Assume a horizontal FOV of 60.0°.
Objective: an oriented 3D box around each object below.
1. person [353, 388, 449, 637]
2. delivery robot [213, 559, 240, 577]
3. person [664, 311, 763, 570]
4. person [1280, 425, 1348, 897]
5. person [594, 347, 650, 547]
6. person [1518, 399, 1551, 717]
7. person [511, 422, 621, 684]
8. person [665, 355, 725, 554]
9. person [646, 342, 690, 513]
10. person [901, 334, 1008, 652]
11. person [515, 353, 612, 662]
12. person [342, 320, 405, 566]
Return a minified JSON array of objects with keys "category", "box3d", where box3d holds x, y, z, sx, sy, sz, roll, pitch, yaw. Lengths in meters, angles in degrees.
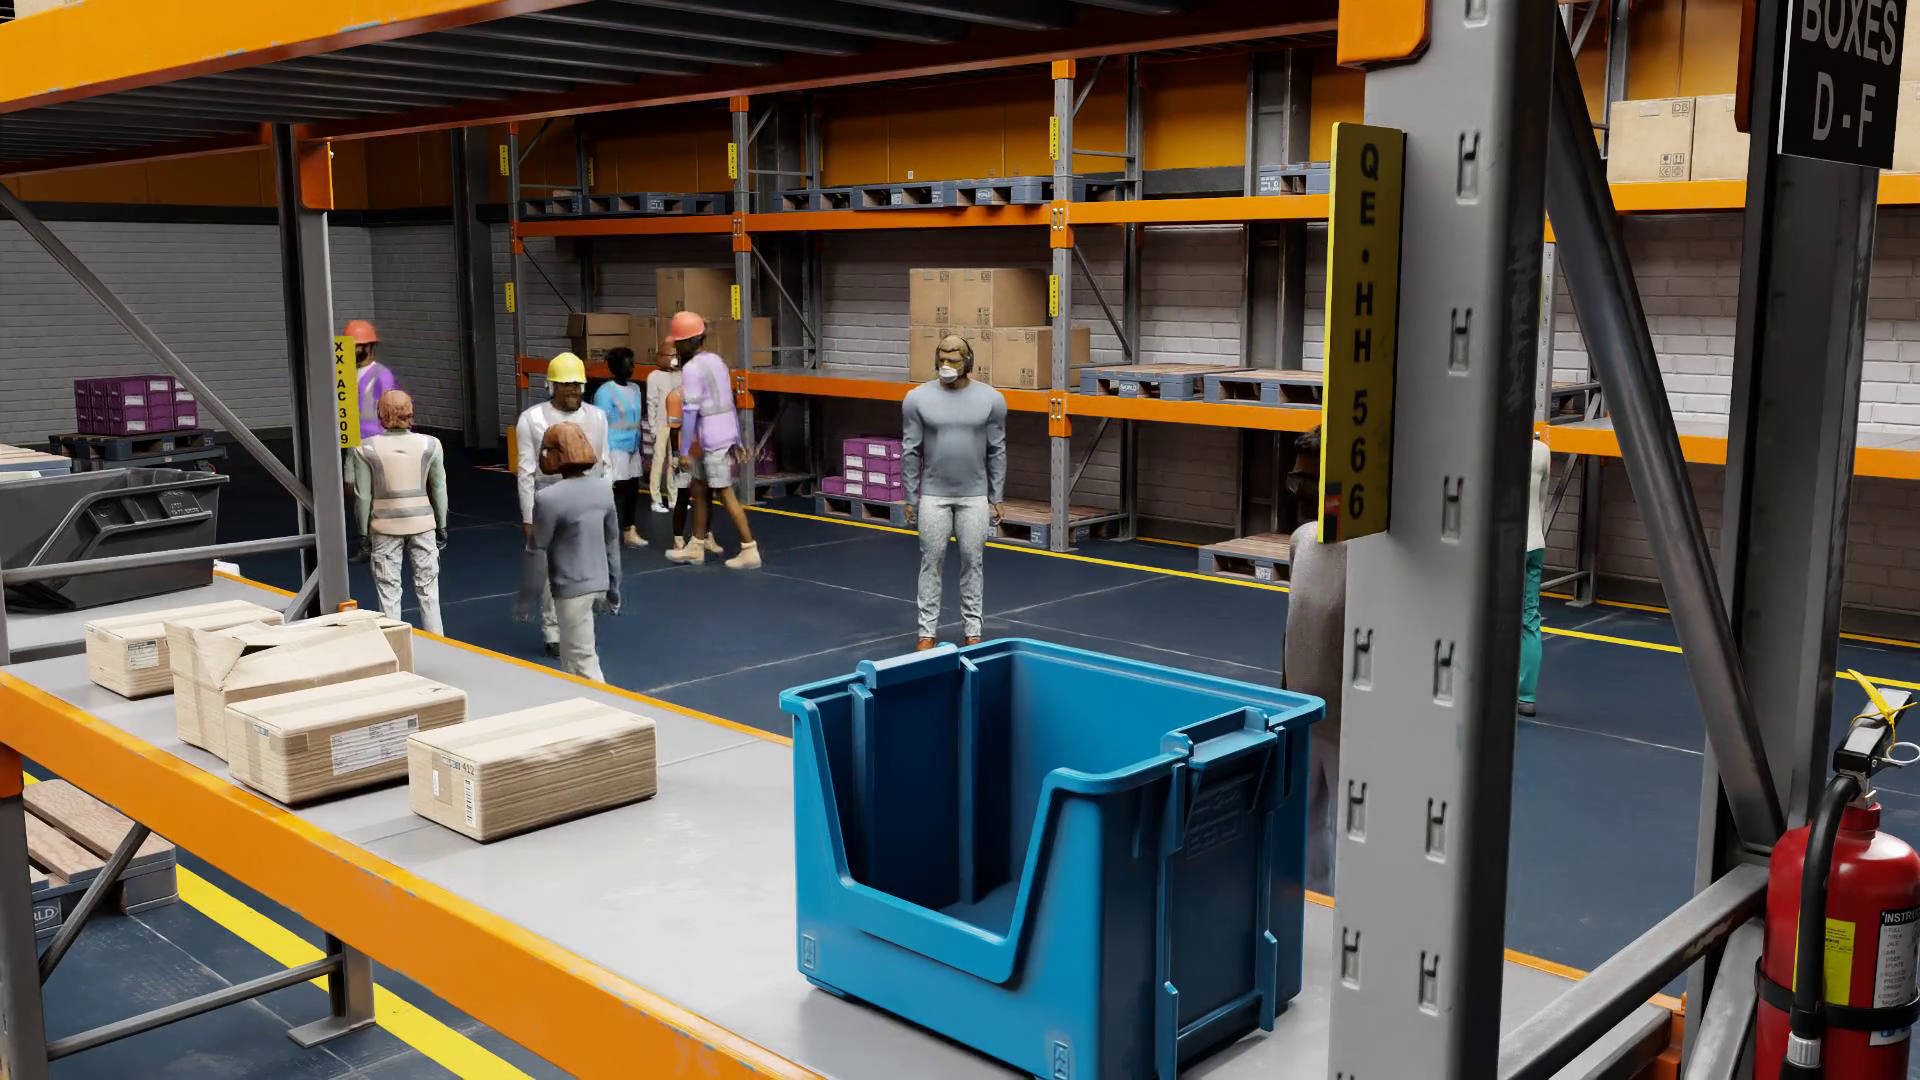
[{"category":"person","box3d":[-3.180,-0.041,9.494,0.522,1.639,0.306,-5,11,-29]},{"category":"delivery robot","box3d":[-4.994,0.242,10.783,0.707,0.478,0.477,6,11,34]},{"category":"person","box3d":[-1.944,-0.751,12.758,0.936,1.984,0.628,1,9,8]},{"category":"person","box3d":[1.107,0.581,4.989,0.310,1.864,0.533,-5,10,-26]},{"category":"person","box3d":[-2.829,-0.765,13.784,0.417,1.687,0.544,4,10,24]},{"category":"person","box3d":[2.788,0.066,8.478,0.524,1.759,0.328,-8,12,-41]},{"category":"person","box3d":[-1.858,0.256,7.775,0.676,1.607,0.511,4,10,24]},{"category":"person","box3d":[-2.125,-0.692,13.345,0.321,1.688,0.535,8,12,39]},{"category":"person","box3d":[-2.793,-1.075,15.877,0.286,1.626,0.493,6,11,34]},{"category":"person","box3d":[-0.032,-0.255,9.898,0.630,1.936,0.369,0,9,-2]},{"category":"person","box3d":[-2.363,-0.204,9.973,0.611,1.829,0.510,-8,12,-39]},{"category":"person","box3d":[-4.628,-0.775,13.129,0.559,1.922,0.647,6,11,34]}]
